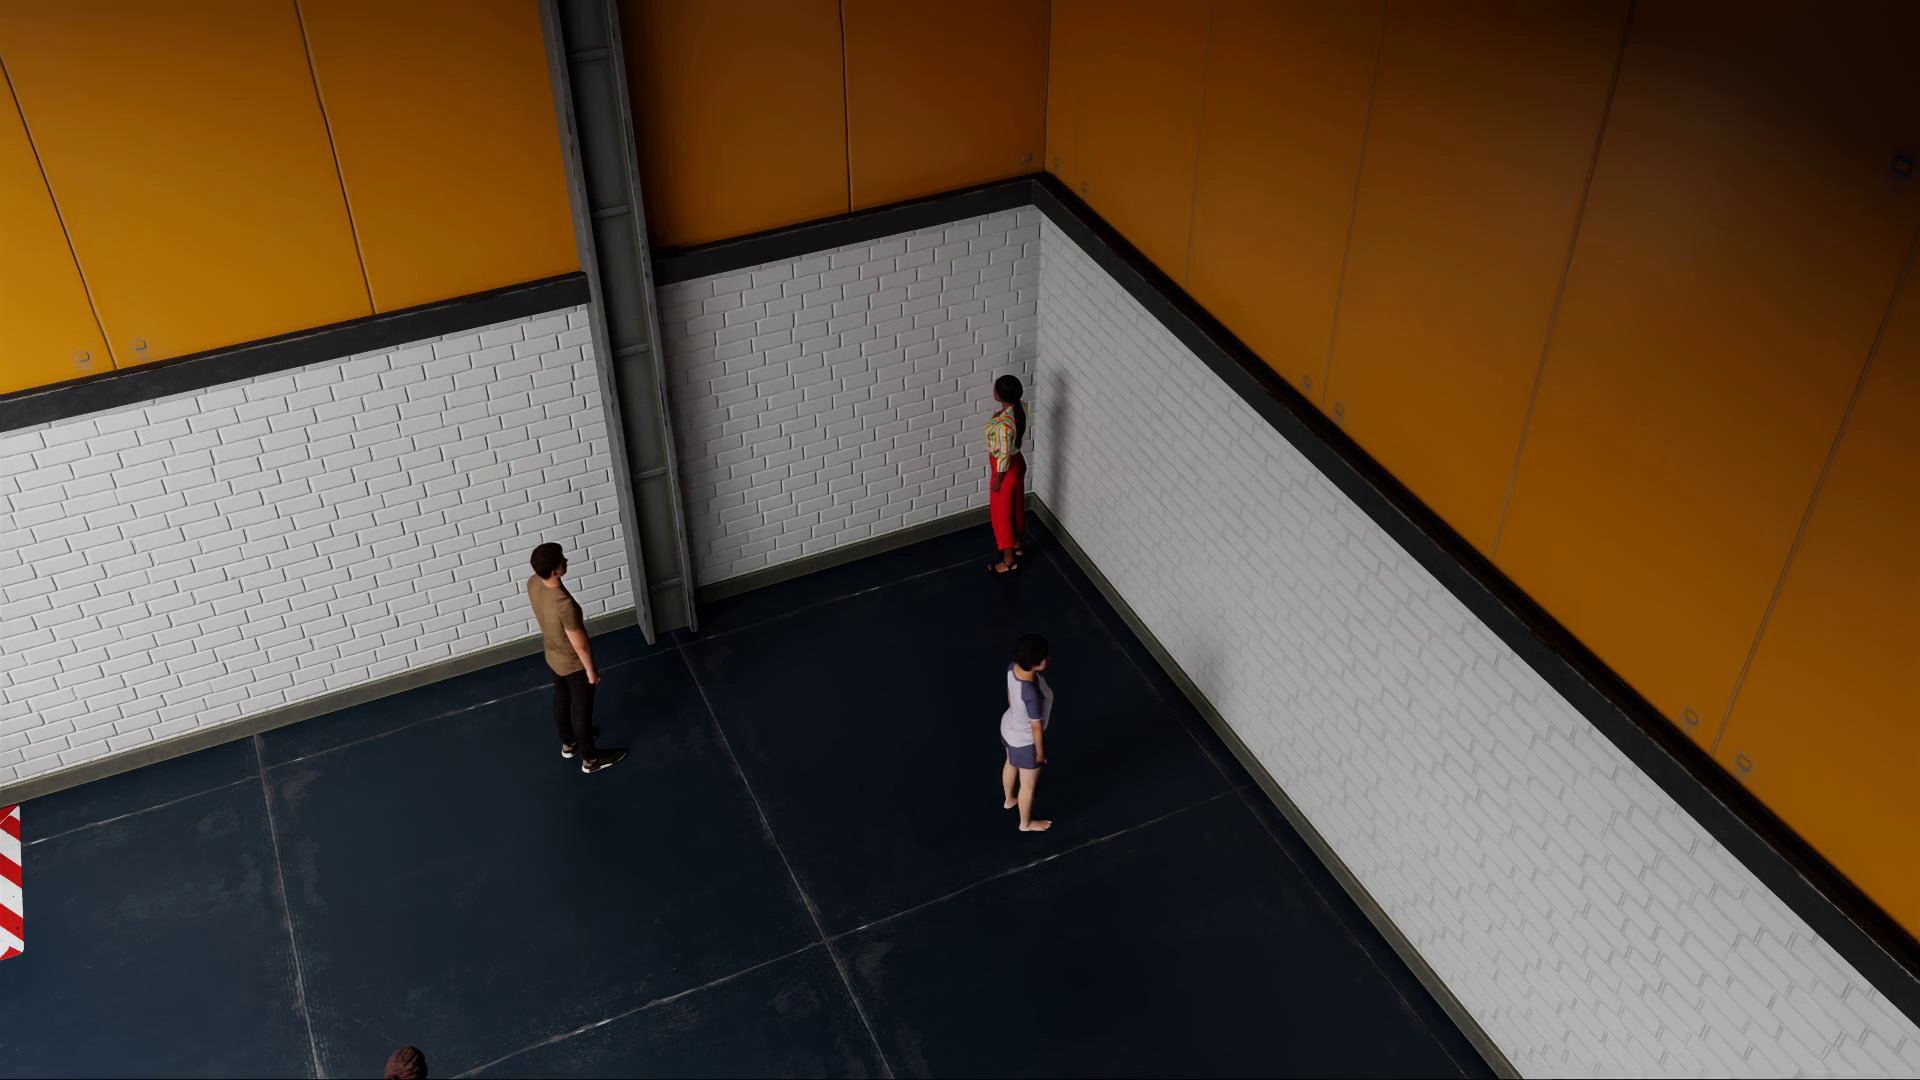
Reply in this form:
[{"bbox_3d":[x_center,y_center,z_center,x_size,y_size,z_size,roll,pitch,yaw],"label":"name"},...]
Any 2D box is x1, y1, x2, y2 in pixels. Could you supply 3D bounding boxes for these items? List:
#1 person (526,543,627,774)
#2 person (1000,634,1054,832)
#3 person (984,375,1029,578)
[{"bbox_3d":[-2.604,0.768,11.020,0.685,1.851,0.730,-31,48,-33],"label":"person"},{"bbox_3d":[0.418,1.223,10.678,0.523,1.567,0.562,-14,41,-17],"label":"person"},{"bbox_3d":[0.359,-0.488,12.639,0.732,1.793,0.665,14,41,17],"label":"person"}]
